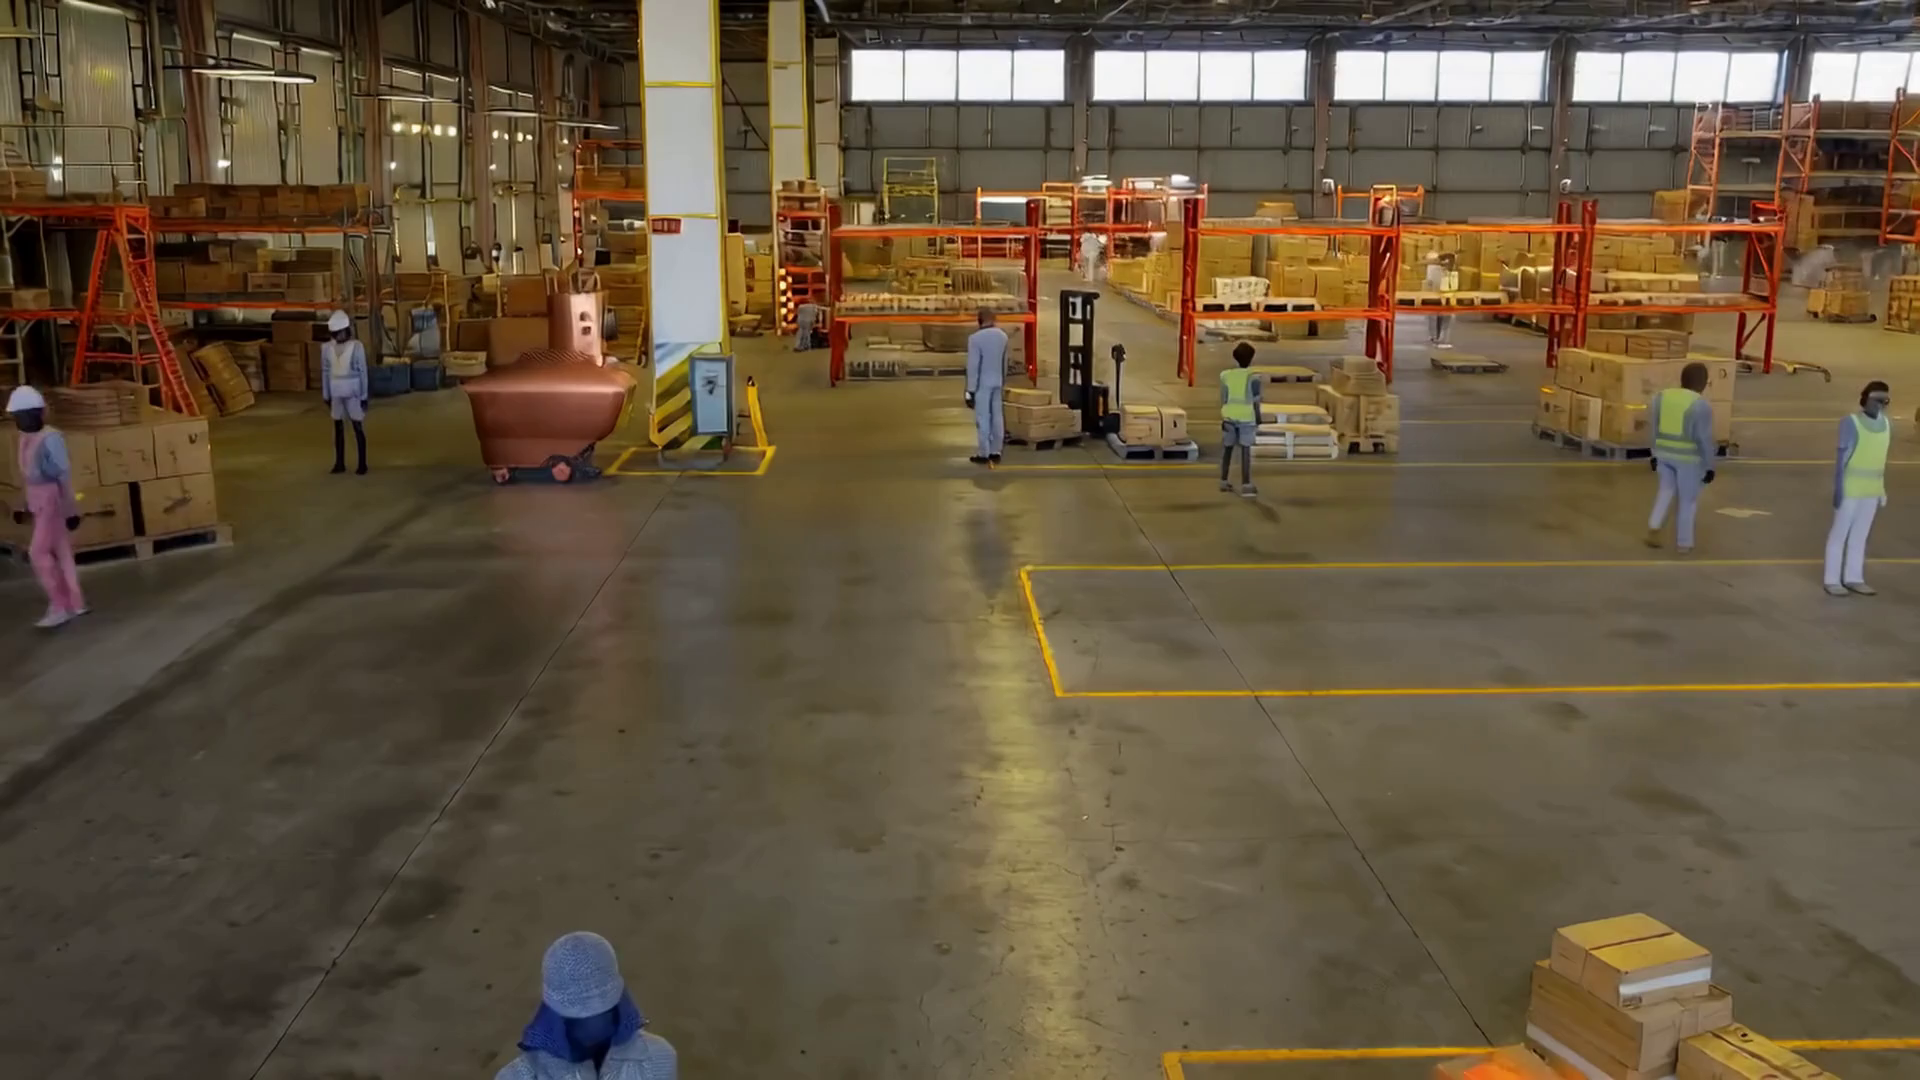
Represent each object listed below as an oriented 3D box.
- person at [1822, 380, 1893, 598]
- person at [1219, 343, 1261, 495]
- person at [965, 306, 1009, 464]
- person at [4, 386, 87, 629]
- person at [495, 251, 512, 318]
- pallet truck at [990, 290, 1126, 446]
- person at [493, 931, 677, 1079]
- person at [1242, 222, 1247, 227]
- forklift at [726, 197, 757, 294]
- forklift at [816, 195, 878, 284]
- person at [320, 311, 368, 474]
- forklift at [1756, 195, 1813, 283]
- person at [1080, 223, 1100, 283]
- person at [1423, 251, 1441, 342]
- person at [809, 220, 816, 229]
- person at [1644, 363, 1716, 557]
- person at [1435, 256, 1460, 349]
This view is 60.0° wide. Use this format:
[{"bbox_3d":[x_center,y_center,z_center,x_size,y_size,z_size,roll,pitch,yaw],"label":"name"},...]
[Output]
[{"bbox_3d":[7.607,-0.432,14.040,0.507,1.842,0.351,-3,13,-14],"label":"person"},{"bbox_3d":[3.122,-1.348,18.527,0.321,1.692,0.534,-12,17,-43],"label":"person"},{"bbox_3d":[0.319,-1.898,20.435,0.627,1.940,0.372,-12,17,-42],"label":"person"},{"bbox_3d":[-7.271,-0.262,13.126,0.611,1.905,0.628,11,17,41],"label":"person"},{"bbox_3d":[-11.245,-6.261,40.839,0.313,1.634,0.514,-10,16,-39],"label":"person"},{"bbox_3d":[1.257,-2.299,22.111,1.885,1.965,0.823,-9,15,-35],"label":"pallet truck"},{"bbox_3d":[-0.917,1.799,4.188,0.484,1.744,0.294,-7,14,-28],"label":"person"},{"bbox_3d":[9.688,-10.132,57.639,0.642,1.918,0.549,-5,14,-23],"label":"person"},{"bbox_3d":[-6.936,-8.600,48.549,1.873,2.768,1.129,0,12,-2],"label":"forklift"},{"bbox_3d":[-3.662,-9.503,52.625,1.873,2.768,1.129,-5,13,-21],"label":"forklift"},{"bbox_3d":[-7.313,-1.749,19.764,0.545,1.938,0.360,0,12,0],"label":"person"},{"bbox_3d":[26.839,-9.676,53.410,1.873,2.768,1.129,0,12,-2],"label":"forklift"},{"bbox_3d":[4.216,-9.354,54.139,0.634,1.927,0.646,1,13,3],"label":"person"},{"bbox_3d":[9.952,-5.130,35.098,0.423,1.915,0.587,6,14,24],"label":"person"},{"bbox_3d":[-5.089,-10.134,57.739,0.651,1.882,1.002,-6,14,-24],"label":"person"},{"bbox_3d":[6.729,-0.740,15.454,0.488,1.829,0.643,-6,14,-25],"label":"person"},{"bbox_3d":[9.927,-4.819,33.779,0.355,1.876,0.574,-5,13,-21],"label":"person"}]
